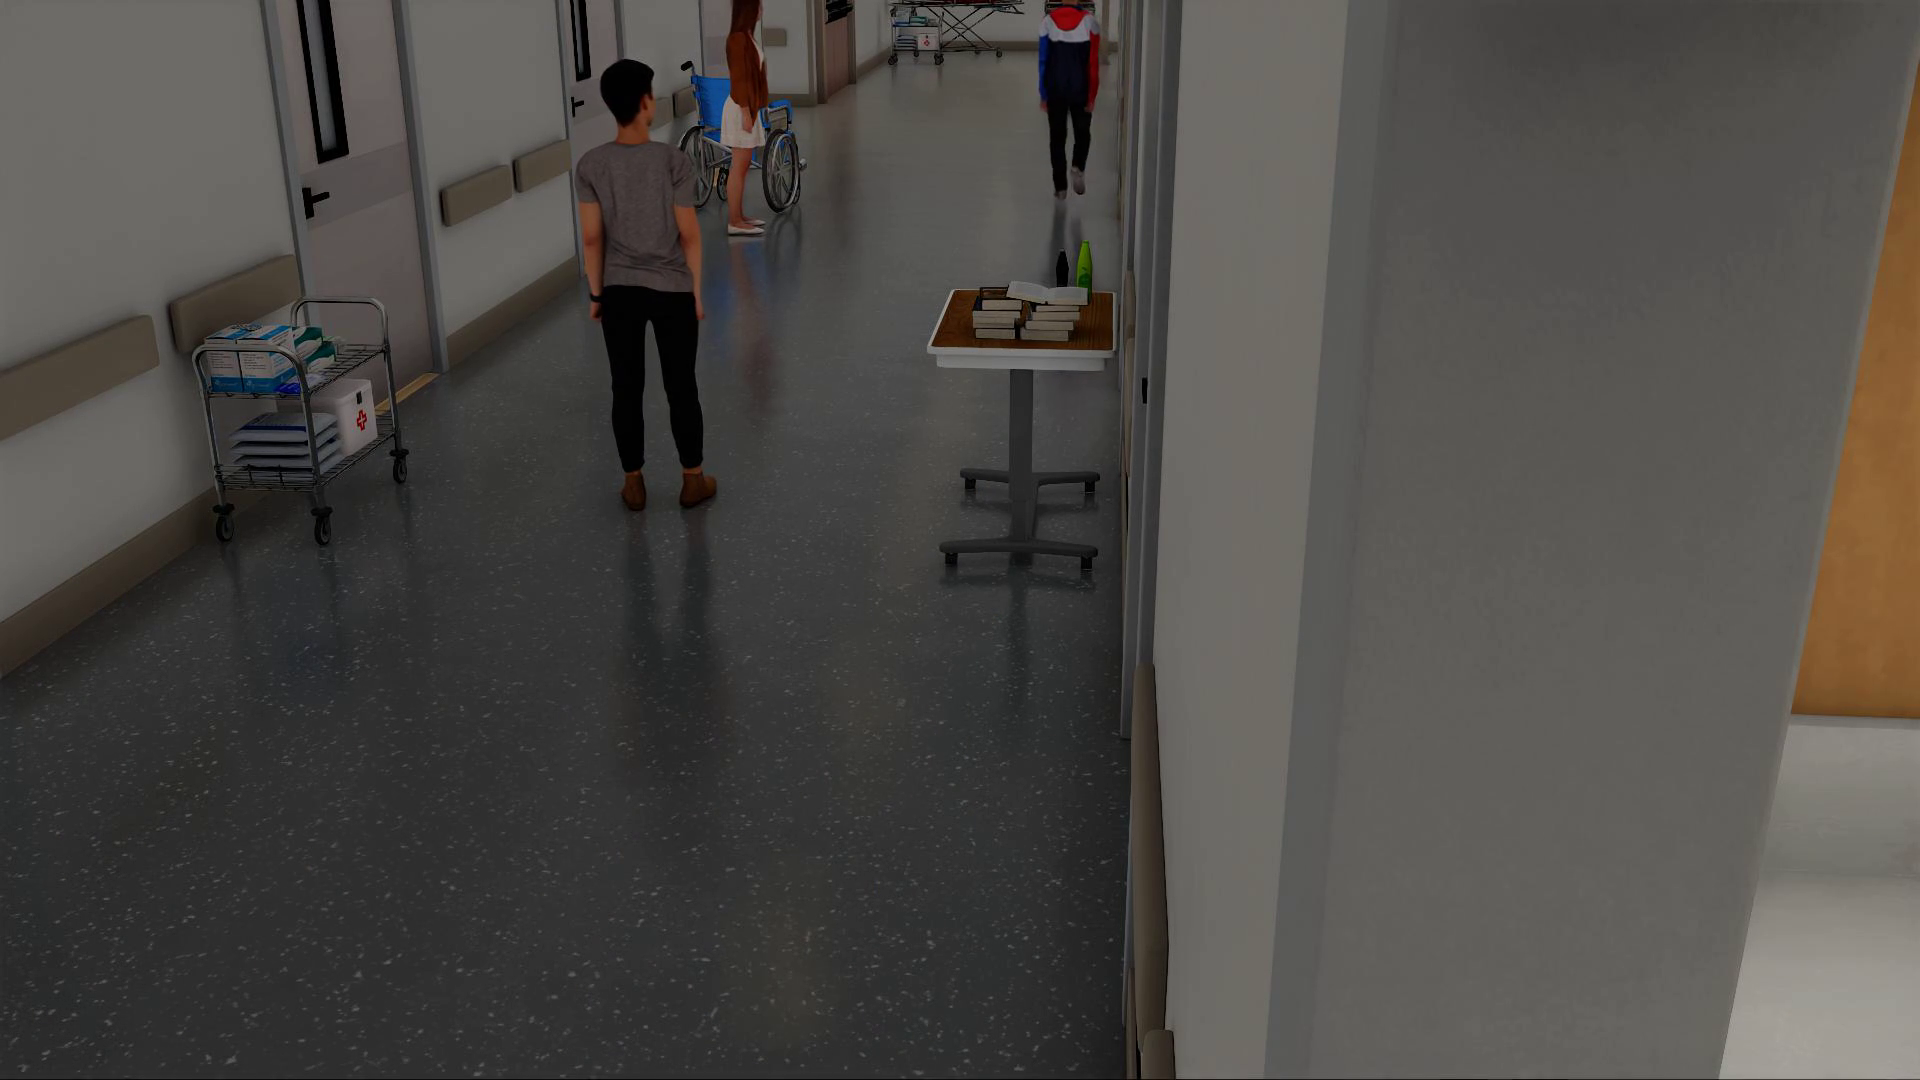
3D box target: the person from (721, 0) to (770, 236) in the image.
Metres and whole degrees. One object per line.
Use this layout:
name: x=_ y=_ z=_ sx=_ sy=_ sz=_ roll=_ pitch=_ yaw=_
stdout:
person: x=-1.584 y=-3.095 z=12.039 sx=0.688 sy=1.712 sz=0.536 roll=-1 pitch=21 yaw=-2

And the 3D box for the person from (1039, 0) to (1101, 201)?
person: x=0.859 y=-3.561 z=13.221 sx=0.643 sy=1.745 sz=0.829 roll=1 pitch=21 yaw=3

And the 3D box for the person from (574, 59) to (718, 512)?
person: x=-1.211 y=-0.962 z=6.404 sx=0.618 sy=1.715 sz=0.551 roll=0 pitch=21 yaw=0
